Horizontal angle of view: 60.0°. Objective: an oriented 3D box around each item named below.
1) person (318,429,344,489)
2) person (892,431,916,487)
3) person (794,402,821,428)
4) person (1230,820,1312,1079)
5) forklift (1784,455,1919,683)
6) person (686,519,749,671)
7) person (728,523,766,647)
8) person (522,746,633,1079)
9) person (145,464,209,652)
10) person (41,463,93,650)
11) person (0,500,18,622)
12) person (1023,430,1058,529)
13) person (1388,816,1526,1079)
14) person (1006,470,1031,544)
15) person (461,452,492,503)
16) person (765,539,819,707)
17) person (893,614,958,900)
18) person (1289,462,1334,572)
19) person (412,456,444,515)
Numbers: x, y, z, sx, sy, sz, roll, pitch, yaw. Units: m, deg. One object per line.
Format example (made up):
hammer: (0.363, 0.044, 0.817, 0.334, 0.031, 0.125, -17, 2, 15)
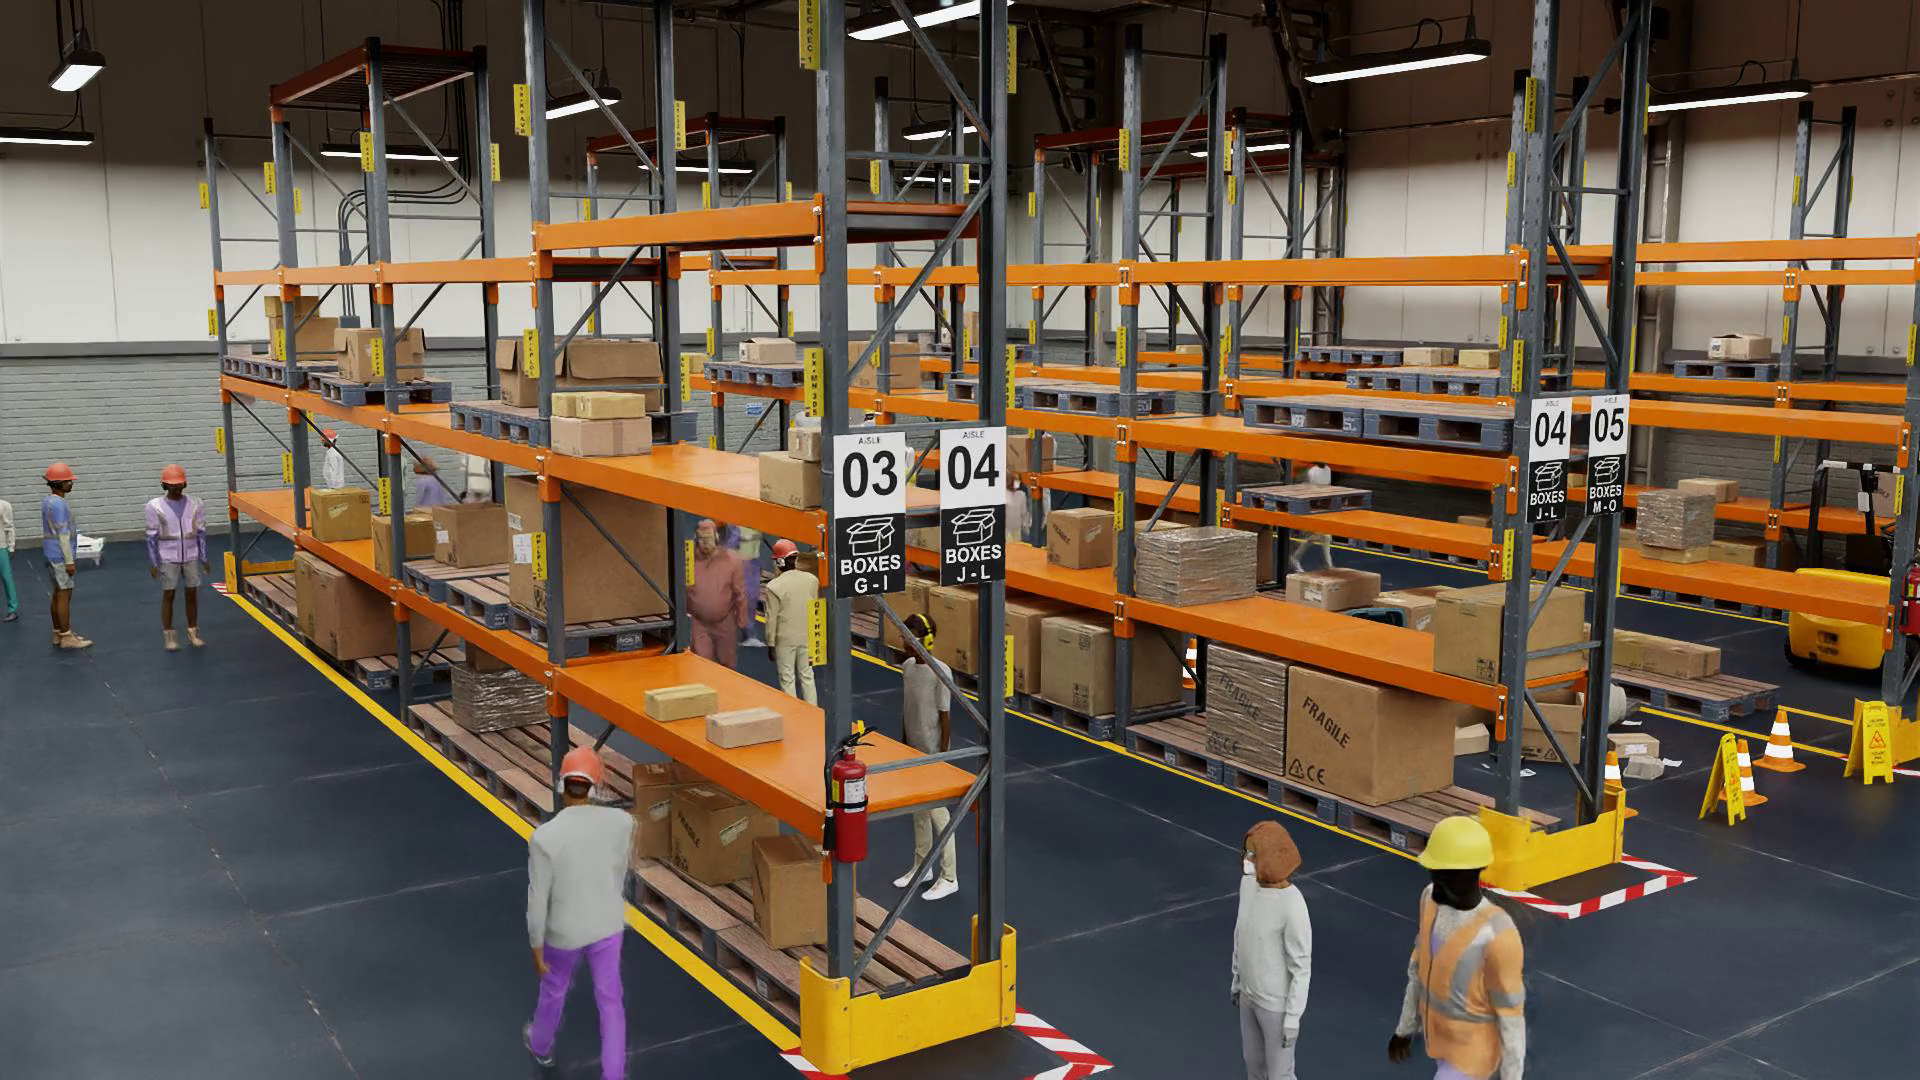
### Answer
person: (-9.917, -0.891, 26.287, 0.349, 1.743, 0.563, -3, 9, -17)
person: (-0.925, -0.794, 25.190, 0.575, 1.880, 0.358, 4, 10, 27)
person: (-2.832, -1.788, 31.712, 0.638, 1.911, 0.402, 1, 9, 9)
person: (1.337, 2.019, 7.271, 0.270, 1.631, 0.508, -3, 9, -20)
forklift: (9.643, 0.253, 17.172, 2.313, 2.155, 1.214, -6, 10, -33)
person: (-2.254, 0.725, 15.047, 0.663, 1.884, 0.704, -1, 9, -10)
person: (-2.379, 0.239, 18.291, 0.482, 1.888, 0.647, 4, 9, 25)
person: (-1.888, 1.853, 8.160, 0.569, 1.687, 0.938, -6, 10, -35)
person: (-8.492, 0.190, 18.092, 0.614, 2.040, 0.390, -8, 11, -41)
person: (-9.794, 0.175, 18.183, 0.382, 2.045, 0.605, -7, 11, -39)
person: (-11.435, 0.100, 19.648, 0.533, 1.757, 0.341, 0, 9, 1)
person: (1.289, -1.085, 27.290, 0.627, 1.837, 0.429, 6, 10, 35)
person: (2.043, 1.993, 6.626, 0.965, 1.888, 0.585, -1, 9, -10)
person: (0.679, -0.097, 21.371, 0.517, 1.616, 0.417, -7, 11, -37)
person: (-7.204, -0.782, 25.020, 0.629, 1.900, 0.465, 2, 9, 10)
person: (-1.503, 0.855, 14.695, 0.553, 1.735, 0.381, -8, 11, -41)
person: (-0.221, 1.386, 10.755, 0.325, 1.861, 0.503, -6, 11, -37)
person: (4.896, -0.417, 22.807, 0.901, 1.841, 0.513, 7, 11, 37)
person: (-7.453, -0.365, 23.219, 0.658, 1.602, 0.557, 2, 9, 10)
